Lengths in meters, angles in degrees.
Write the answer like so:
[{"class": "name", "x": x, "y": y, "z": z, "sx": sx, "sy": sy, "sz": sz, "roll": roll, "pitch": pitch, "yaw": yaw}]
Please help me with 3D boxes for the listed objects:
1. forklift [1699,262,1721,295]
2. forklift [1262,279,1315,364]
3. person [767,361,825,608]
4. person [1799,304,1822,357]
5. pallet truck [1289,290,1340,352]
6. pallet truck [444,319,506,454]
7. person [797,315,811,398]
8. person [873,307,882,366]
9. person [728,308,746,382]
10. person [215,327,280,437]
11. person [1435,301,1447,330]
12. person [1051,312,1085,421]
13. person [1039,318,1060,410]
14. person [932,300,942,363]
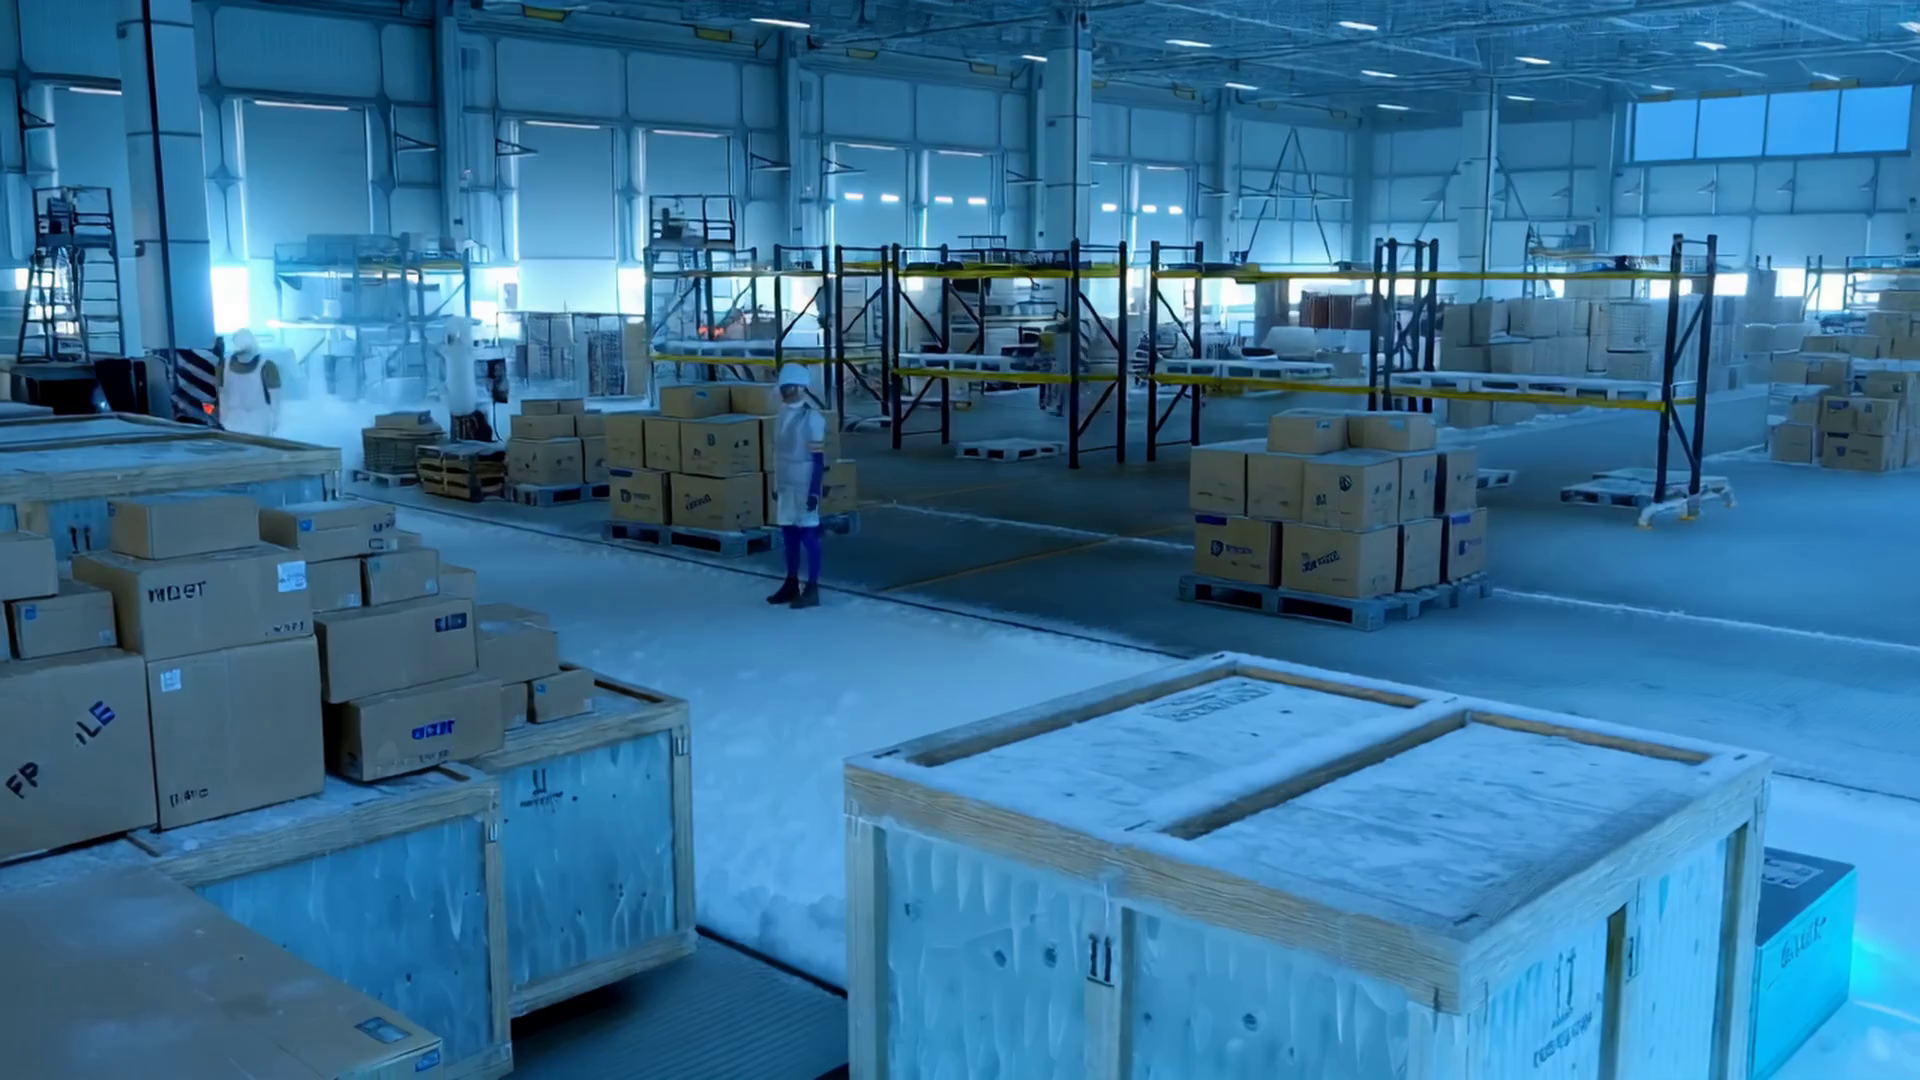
[{"class": "forklift", "x": 20.095, "y": -6.078, "z": 44.810, "sx": 1.873, "sy": 2.768, "sz": 1.129, "roll": 3, "pitch": 10, "yaw": 17}, {"class": "forklift", "x": 8.557, "y": -6.090, "z": 44.881, "sx": 1.873, "sy": 2.768, "sz": 1.129, "roll": 9, "pitch": 13, "yaw": 43}, {"class": "person", "x": -1.306, "y": -0.435, "z": 13.082, "sx": 0.368, "sy": 1.935, "sz": 0.553, "roll": -9, "pitch": 13, "yaw": -43}, {"class": "person", "x": 17.394, "y": -3.858, "z": 34.081, "sx": 0.635, "sy": 1.937, "sz": 0.353, "roll": -8, "pitch": 12, "yaw": -40}, {"class": "pallet truck", "x": 11.297, "y": -6.951, "z": 52.861, "sx": 1.885, "sy": 1.965, "sz": 0.823, "roll": -5, "pitch": 11, "yaw": -29}, {"class": "pallet truck", "x": -6.981, "y": -1.942, "z": 22.150, "sx": 1.885, "sy": 1.965, "sz": 0.823, "roll": 1, "pitch": 9, "yaw": 9}, {"class": "person", "x": -2.979, "y": -3.281, "z": 30.927, "sx": 0.576, "sy": 1.809, "sz": 0.737, "roll": 0, "pitch": 9, "yaw": -3}, {"class": "person", "x": -2.176, "y": -5.391, "z": 44.428, "sx": 0.312, "sy": 1.633, "sz": 0.519, "roll": -2, "pitch": 9, "yaw": -10}, {"class": "person", "x": -4.125, "y": -3.335, "z": 30.875, "sx": 0.358, "sy": 1.938, "sz": 0.633, "roll": -1, "pitch": 9, "yaw": -8}, {"class": "person", "x": -8.158, "y": -1.464, "z": 19.089, "sx": 0.687, "sy": 2.000, "sz": 0.843, "roll": -1, "pitch": 9, "yaw": -4}, {"class": "person", "x": 14.682, "y": -6.421, "z": 50.589, "sx": 0.539, "sy": 1.683, "sz": 0.439, "roll": 1, "pitch": 9, "yaw": 4}, {"class": "person", "x": 1.797, "y": -3.011, "z": 29.003, "sx": 0.902, "sy": 1.890, "sz": 0.620, "roll": -9, "pitch": 13, "yaw": -42}, {"class": "person", "x": 1.734, "y": -3.329, "z": 31.465, "sx": 0.490, "sy": 1.735, "sz": 0.322, "roll": -5, "pitch": 11, "yaw": -30}, {"class": "person", "x": -0.460, "y": -4.628, "z": 38.829, "sx": 0.367, "sy": 1.930, "sz": 0.542, "roll": 2, "pitch": 9, "yaw": 11}]
